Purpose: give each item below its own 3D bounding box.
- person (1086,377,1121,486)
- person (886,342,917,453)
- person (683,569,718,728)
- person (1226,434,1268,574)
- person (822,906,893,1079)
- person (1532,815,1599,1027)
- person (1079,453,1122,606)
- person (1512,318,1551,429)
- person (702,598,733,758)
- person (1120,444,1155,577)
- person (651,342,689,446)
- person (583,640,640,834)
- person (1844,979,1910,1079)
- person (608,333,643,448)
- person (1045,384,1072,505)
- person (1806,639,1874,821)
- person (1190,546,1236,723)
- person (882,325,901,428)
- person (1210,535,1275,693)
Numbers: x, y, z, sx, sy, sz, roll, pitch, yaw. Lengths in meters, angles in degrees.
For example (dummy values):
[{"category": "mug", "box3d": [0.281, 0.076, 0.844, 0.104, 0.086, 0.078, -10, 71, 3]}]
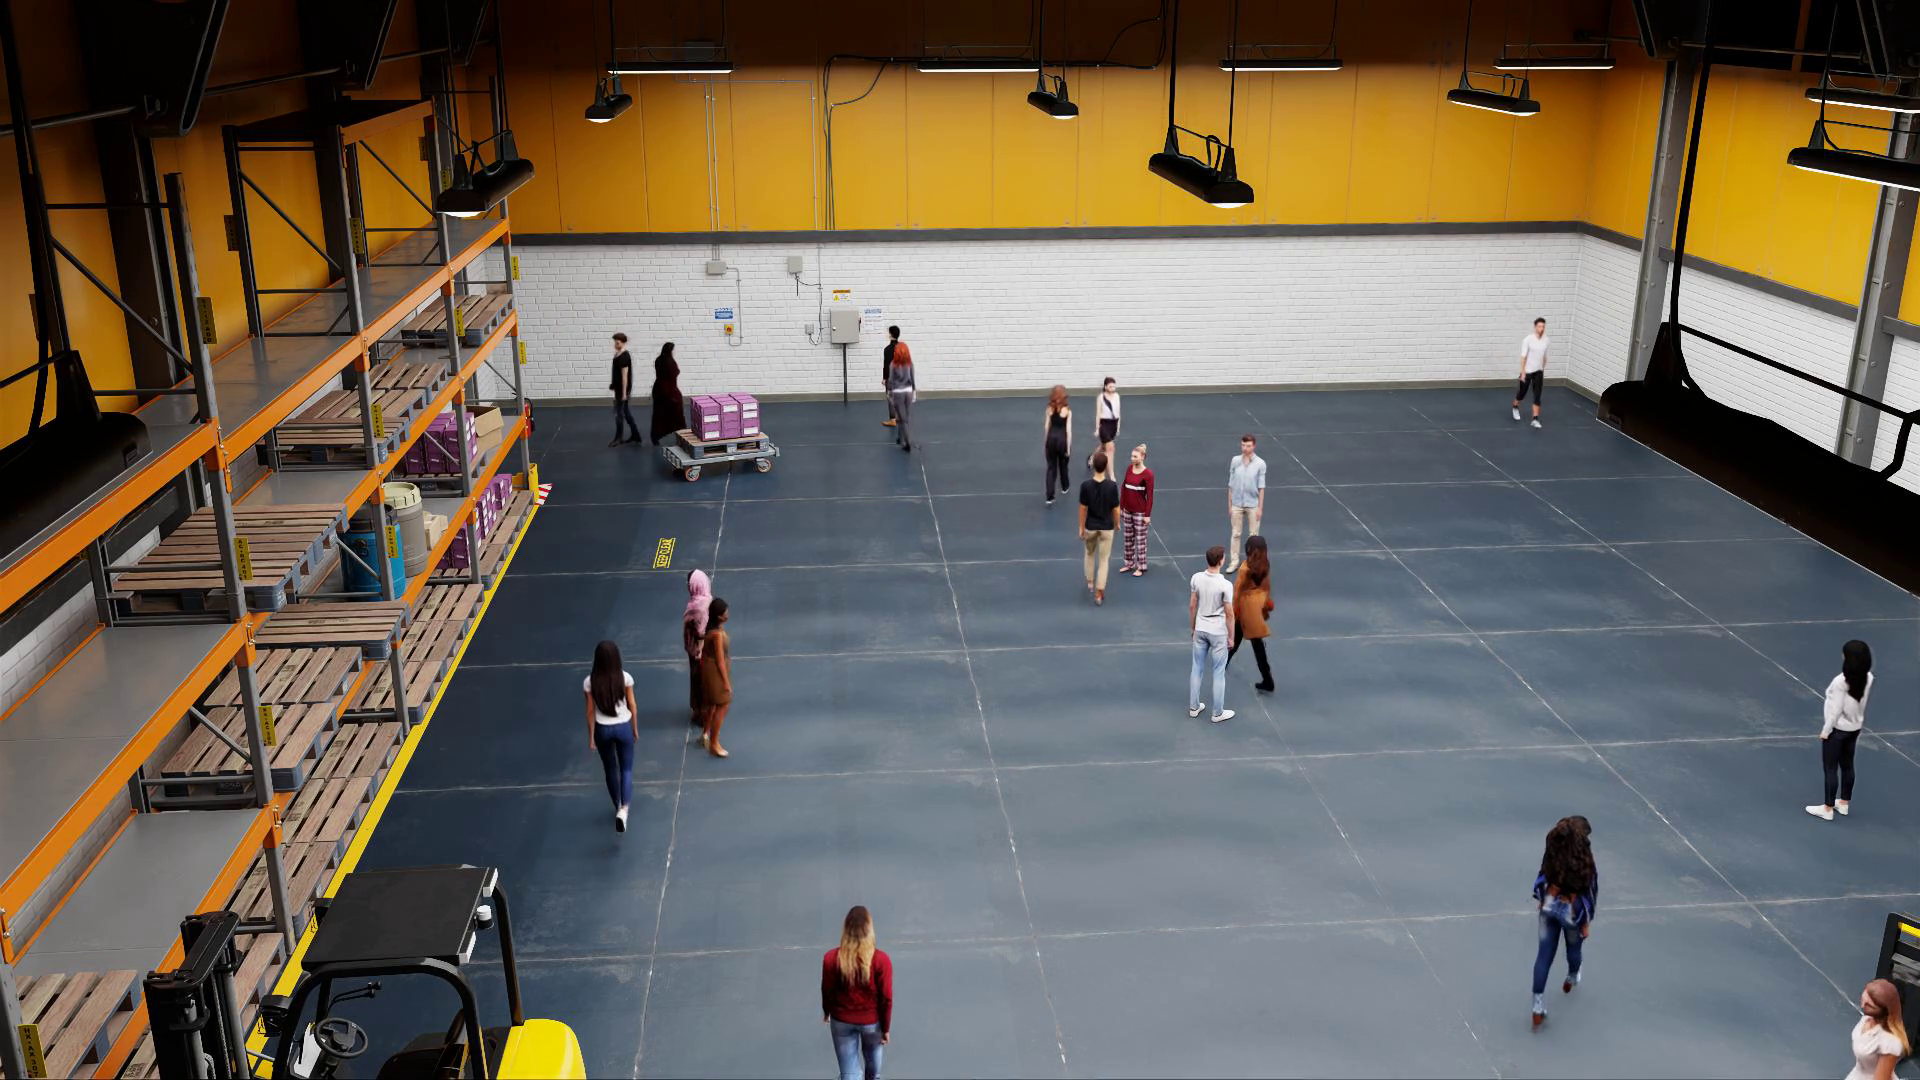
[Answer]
[{"category": "person", "box3d": [2.173, -1.665, 25.048, 0.879, 1.617, 1.143, -11, 22, -30]}, {"category": "person", "box3d": [-0.895, -2.259, 26.604, 0.773, 1.749, 0.981, -9, 21, -24]}, {"category": "person", "box3d": [-2.620, 1.064, 16.914, 0.708, 1.637, 0.523, -1, 19, -4]}, {"category": "person", "box3d": [3.644, -0.456, 21.098, 0.718, 1.848, 0.721, 8, 20, 23]}, {"category": "person", "box3d": [-0.663, 3.171, 10.746, 0.613, 1.581, 1.057, -1, 19, -4]}, {"category": "person", "box3d": [4.314, 2.754, 11.992, 1.027, 1.576, 1.095, 14, 23, 37]}, {"category": "person", "box3d": [1.681, -0.103, 20.077, 0.803, 1.829, 1.009, 4, 19, 11]}, {"category": "person", "box3d": [9.698, -2.876, 28.315, 0.658, 1.828, 1.179, -2, 19, -5]}, {"category": "person", "box3d": [-2.389, 1.315, 16.139, 0.851, 1.656, 0.549, -9, 21, -25]}, {"category": "person", "box3d": [2.238, -0.384, 21.121, 0.660, 1.696, 0.737, 17, 25, 41]}, {"category": "person", "box3d": [-4.810, -2.317, 26.862, 1.069, 1.695, 1.171, 11, 21, 29]}, {"category": "person", "box3d": [-3.057, 1.764, 14.656, 0.641, 1.752, 0.998, -3, 19, -9]}, {"category": "person", "box3d": [5.587, 3.361, 10.060, 0.692, 1.658, 0.742, 3, 19, 10]}, {"category": "person", "box3d": [-5.423, -2.442, 26.956, 0.928, 1.871, 0.829, -3, 19, -9]}, {"category": "person", "box3d": [1.371, -1.345, 23.973, 0.906, 1.696, 1.220, 6, 20, 17]}, {"category": "person", "box3d": [7.938, 1.692, 14.949, 0.693, 1.700, 0.675, -10, 21, -26]}, {"category": "person", "box3d": [2.557, 0.945, 16.932, 0.713, 1.851, 0.765, 14, 23, 36]}, {"category": "person", "box3d": [-1.104, -2.795, 28.236, 0.774, 1.724, 0.732, 17, 25, 41]}, {"category": "person", "box3d": [3.142, 0.823, 17.601, 1.131, 1.654, 1.273, -16, 24, -39]}]
